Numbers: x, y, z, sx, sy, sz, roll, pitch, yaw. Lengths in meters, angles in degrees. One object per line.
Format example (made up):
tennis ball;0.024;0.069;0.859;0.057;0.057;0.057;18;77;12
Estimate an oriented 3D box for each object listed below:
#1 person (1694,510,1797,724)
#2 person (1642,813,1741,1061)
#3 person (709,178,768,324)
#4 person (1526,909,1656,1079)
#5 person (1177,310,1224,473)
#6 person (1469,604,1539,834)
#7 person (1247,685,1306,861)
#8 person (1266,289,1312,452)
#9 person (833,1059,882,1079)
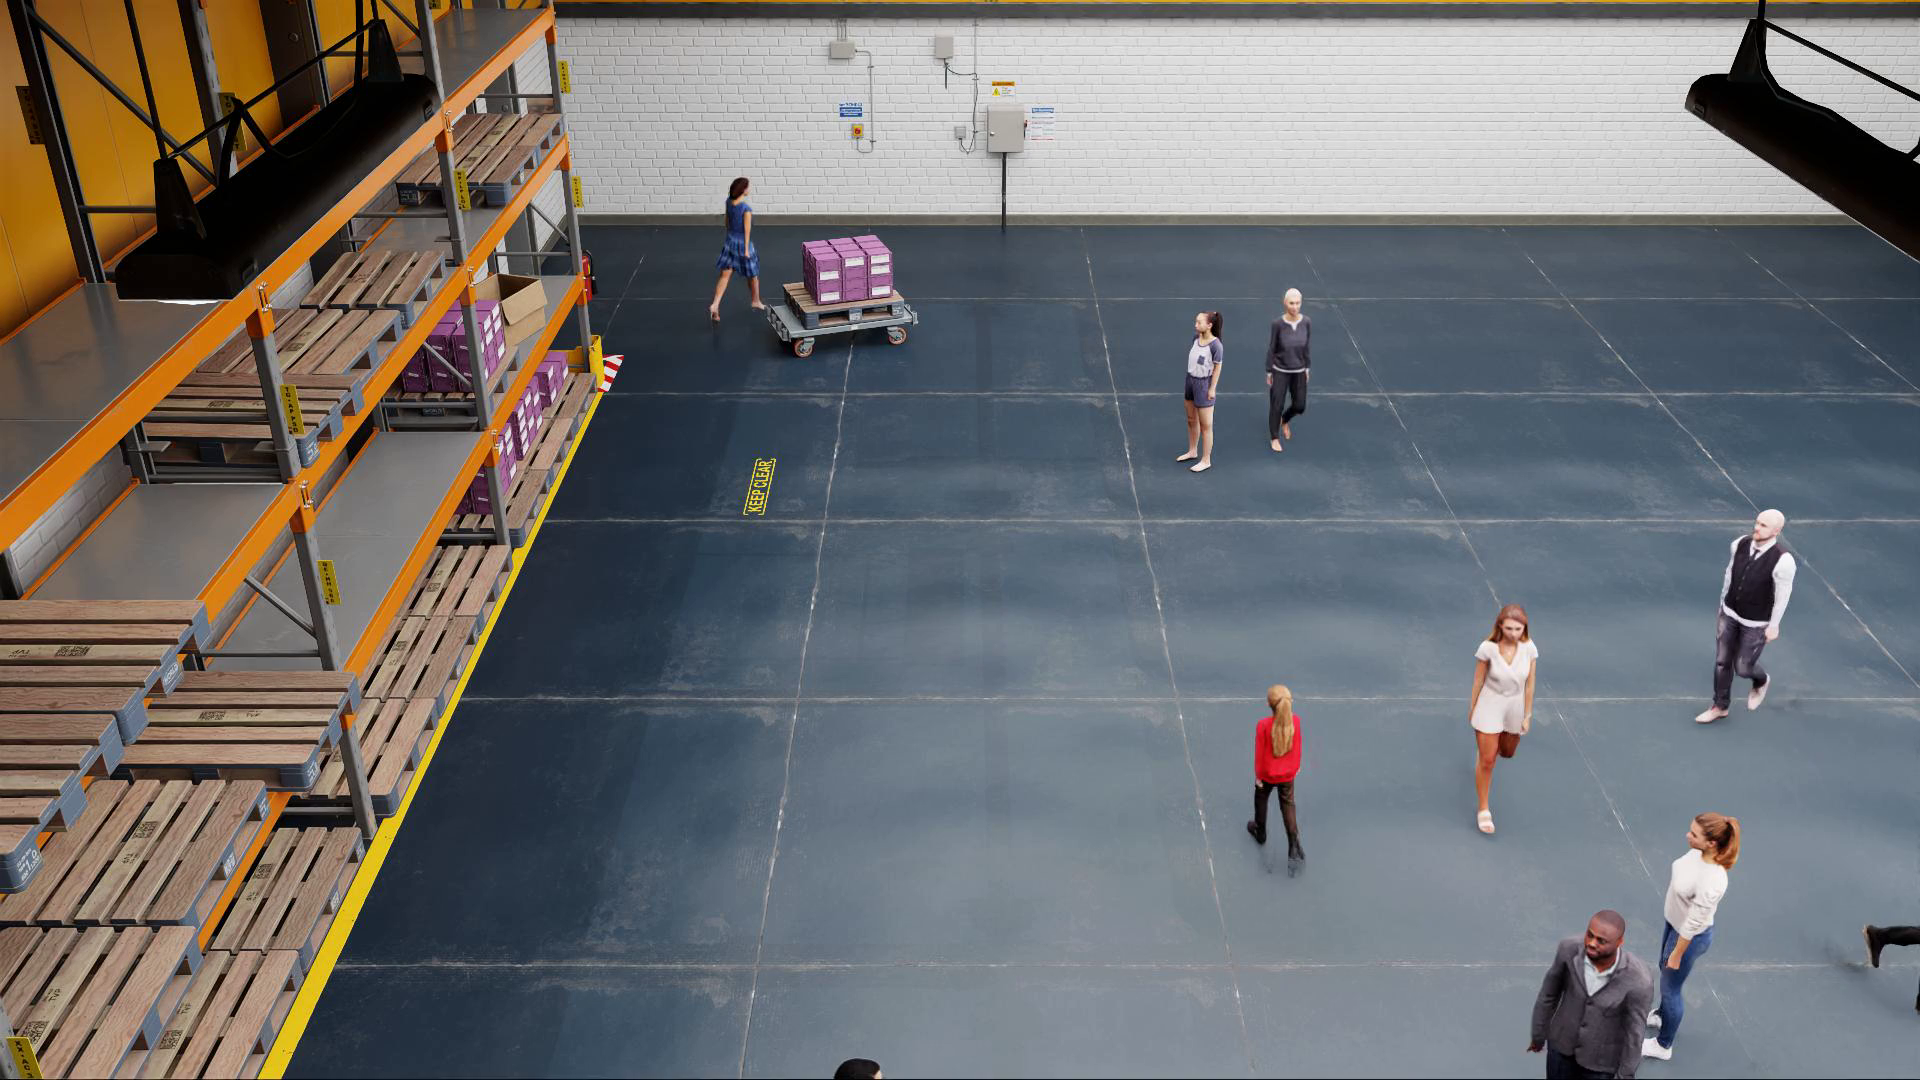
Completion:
person;5.965;0.582;12.482;0.960;1.808;0.937;-14;32;-24
person;4.176;2.253;9.507;0.749;1.724;0.612;11;30;19
person;-2.694;-3.404;19.845;1.174;1.755;1.246;22;35;34
person;3.324;2.633;8.723;0.990;1.807;0.929;-25;37;-38
person;2.394;-1.497;16.458;0.735;1.650;0.616;-14;32;-24
person;3.756;1.154;11.572;0.602;1.675;1.007;2;29;3
person;2.150;1.596;11.199;0.605;1.257;0.838;-5;29;-9
person;3.310;-1.760;16.874;0.664;1.714;0.685;-3;29;-6
person;-0.451;3.127;7.884;0.738;1.743;0.538;-4;29;-7
